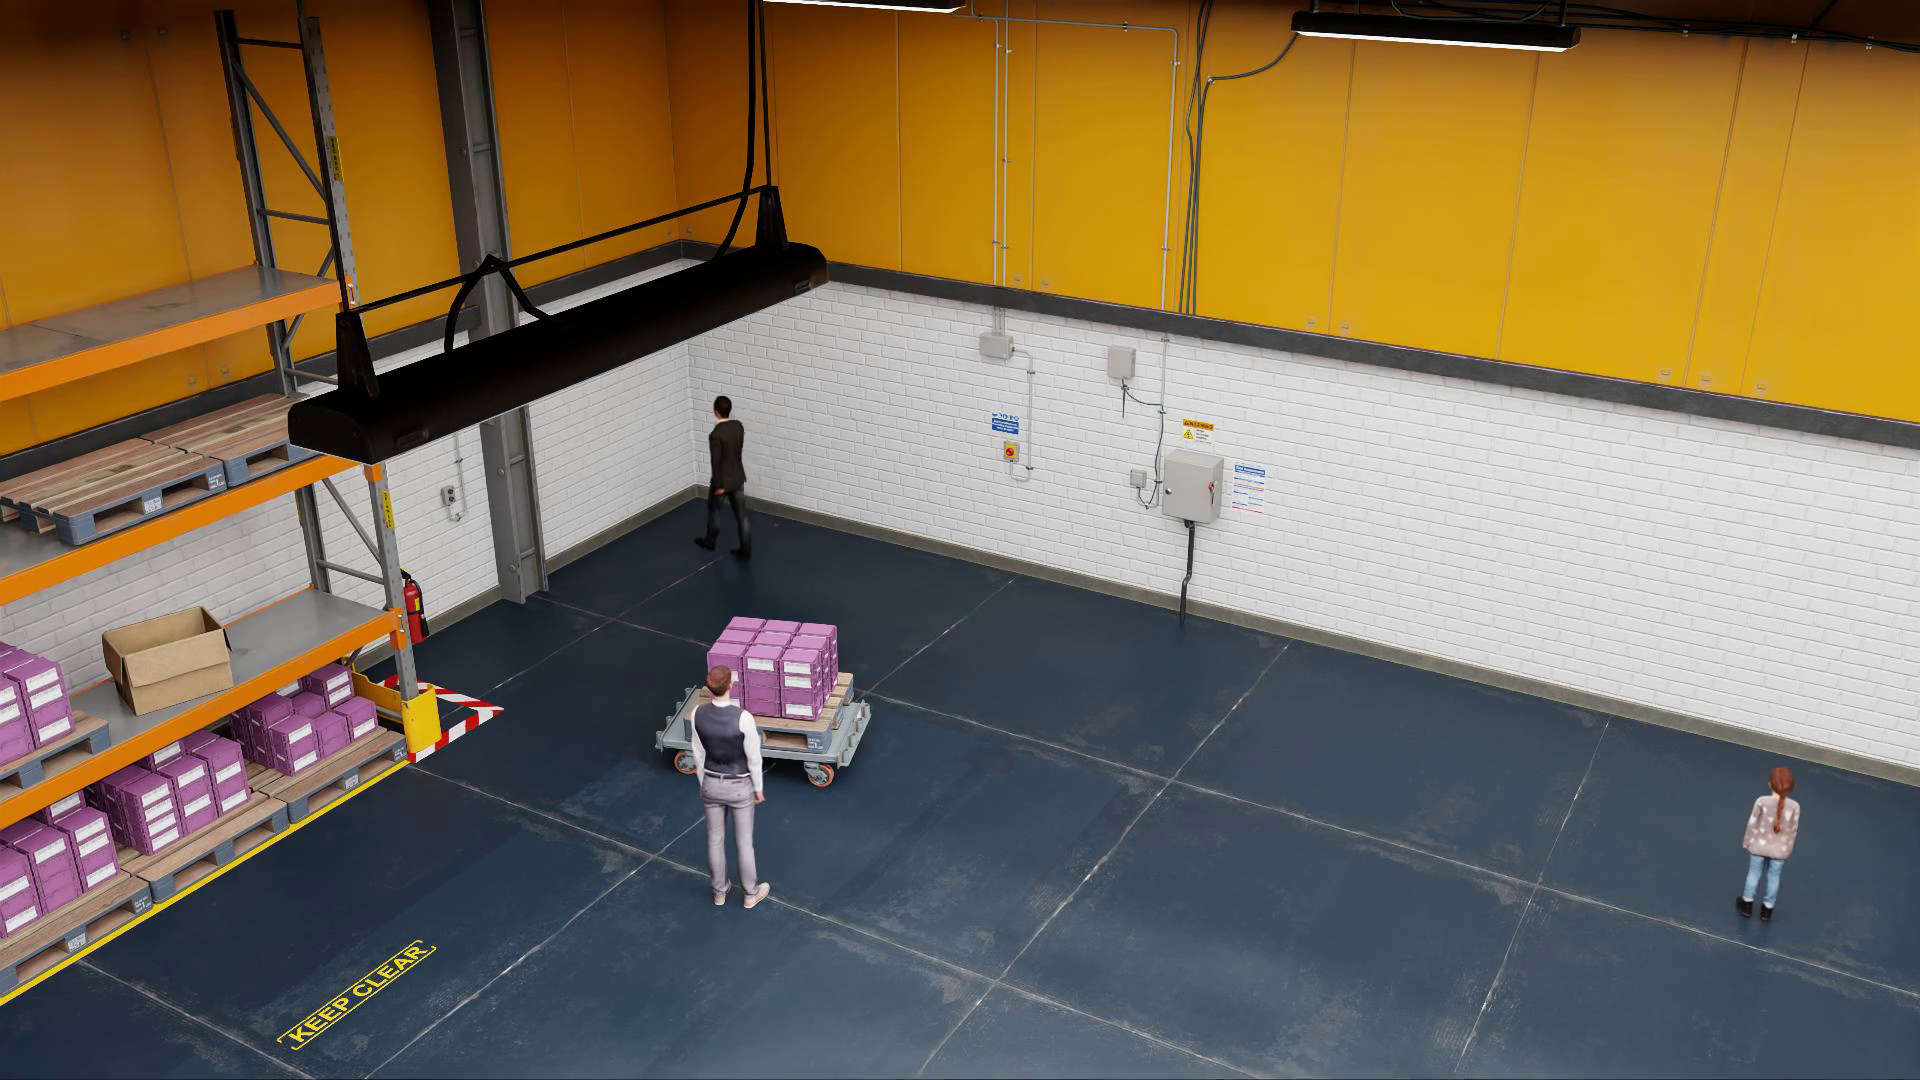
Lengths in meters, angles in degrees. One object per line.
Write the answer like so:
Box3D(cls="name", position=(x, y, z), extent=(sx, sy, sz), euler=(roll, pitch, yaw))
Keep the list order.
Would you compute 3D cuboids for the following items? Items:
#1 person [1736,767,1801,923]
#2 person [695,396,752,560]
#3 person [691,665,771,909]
Box3D(cls="person", position=(5.780, 2.171, 11.864), extent=(0.498, 1.189, 0.497), euler=(9, 25, 20))
Box3D(cls="person", position=(-2.387, -0.635, 17.548), extent=(0.851, 1.779, 0.955), euler=(18, 30, 36))
Box3D(cls="person", position=(-1.657, 1.752, 11.889), extent=(0.719, 1.938, 0.675), euler=(5, 24, 12))
